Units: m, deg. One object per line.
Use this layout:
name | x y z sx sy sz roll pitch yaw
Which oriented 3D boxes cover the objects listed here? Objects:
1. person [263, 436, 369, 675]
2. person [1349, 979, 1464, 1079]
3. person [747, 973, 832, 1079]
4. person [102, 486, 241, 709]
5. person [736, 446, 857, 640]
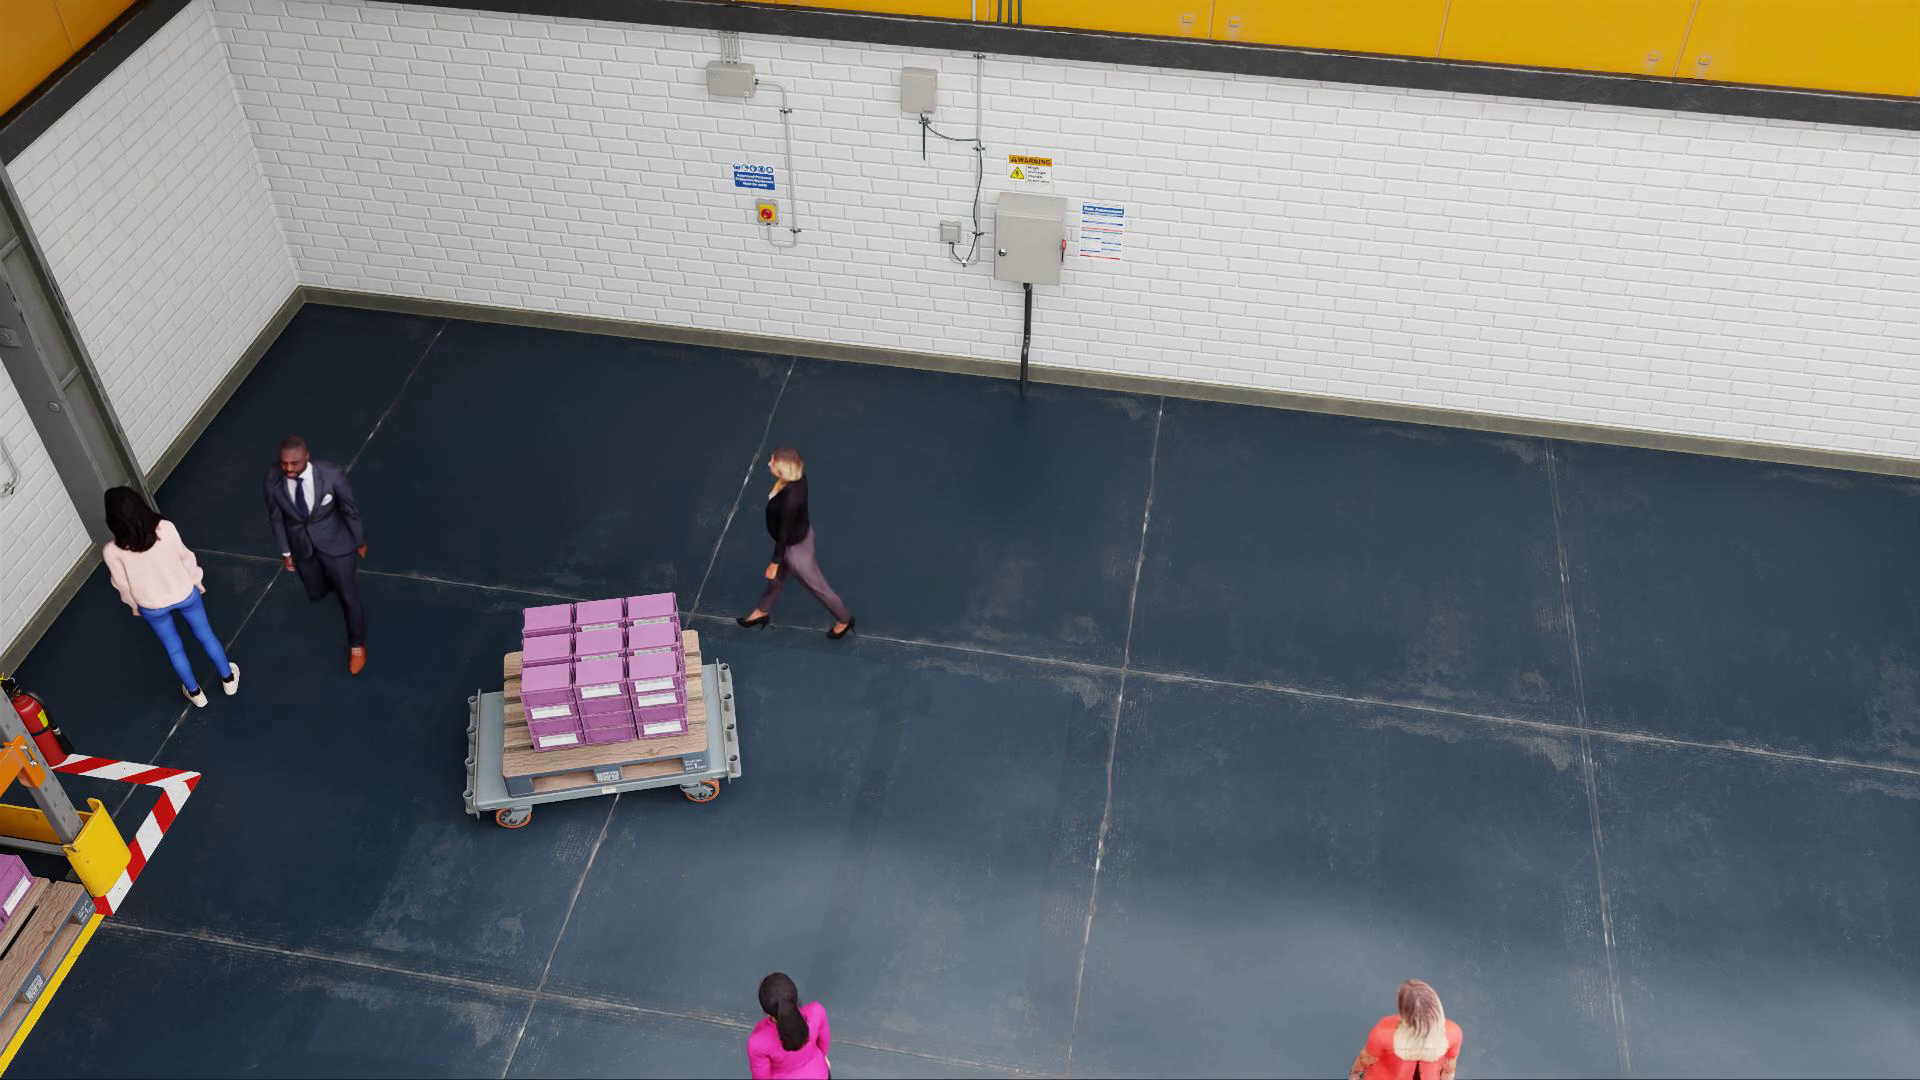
person | -4.104 -0.008 10.720 0.861 1.805 1.060 -4 44 -4
person | 2.127 2.722 7.953 0.710 1.670 0.807 0 44 0
person | -0.789 2.621 8.037 0.680 1.700 0.736 -24 49 -23
person | -4.932 0.365 10.357 0.723 1.766 0.761 -22 48 -21
person | -0.963 0.084 10.754 0.813 1.625 1.027 -1 44 -1
